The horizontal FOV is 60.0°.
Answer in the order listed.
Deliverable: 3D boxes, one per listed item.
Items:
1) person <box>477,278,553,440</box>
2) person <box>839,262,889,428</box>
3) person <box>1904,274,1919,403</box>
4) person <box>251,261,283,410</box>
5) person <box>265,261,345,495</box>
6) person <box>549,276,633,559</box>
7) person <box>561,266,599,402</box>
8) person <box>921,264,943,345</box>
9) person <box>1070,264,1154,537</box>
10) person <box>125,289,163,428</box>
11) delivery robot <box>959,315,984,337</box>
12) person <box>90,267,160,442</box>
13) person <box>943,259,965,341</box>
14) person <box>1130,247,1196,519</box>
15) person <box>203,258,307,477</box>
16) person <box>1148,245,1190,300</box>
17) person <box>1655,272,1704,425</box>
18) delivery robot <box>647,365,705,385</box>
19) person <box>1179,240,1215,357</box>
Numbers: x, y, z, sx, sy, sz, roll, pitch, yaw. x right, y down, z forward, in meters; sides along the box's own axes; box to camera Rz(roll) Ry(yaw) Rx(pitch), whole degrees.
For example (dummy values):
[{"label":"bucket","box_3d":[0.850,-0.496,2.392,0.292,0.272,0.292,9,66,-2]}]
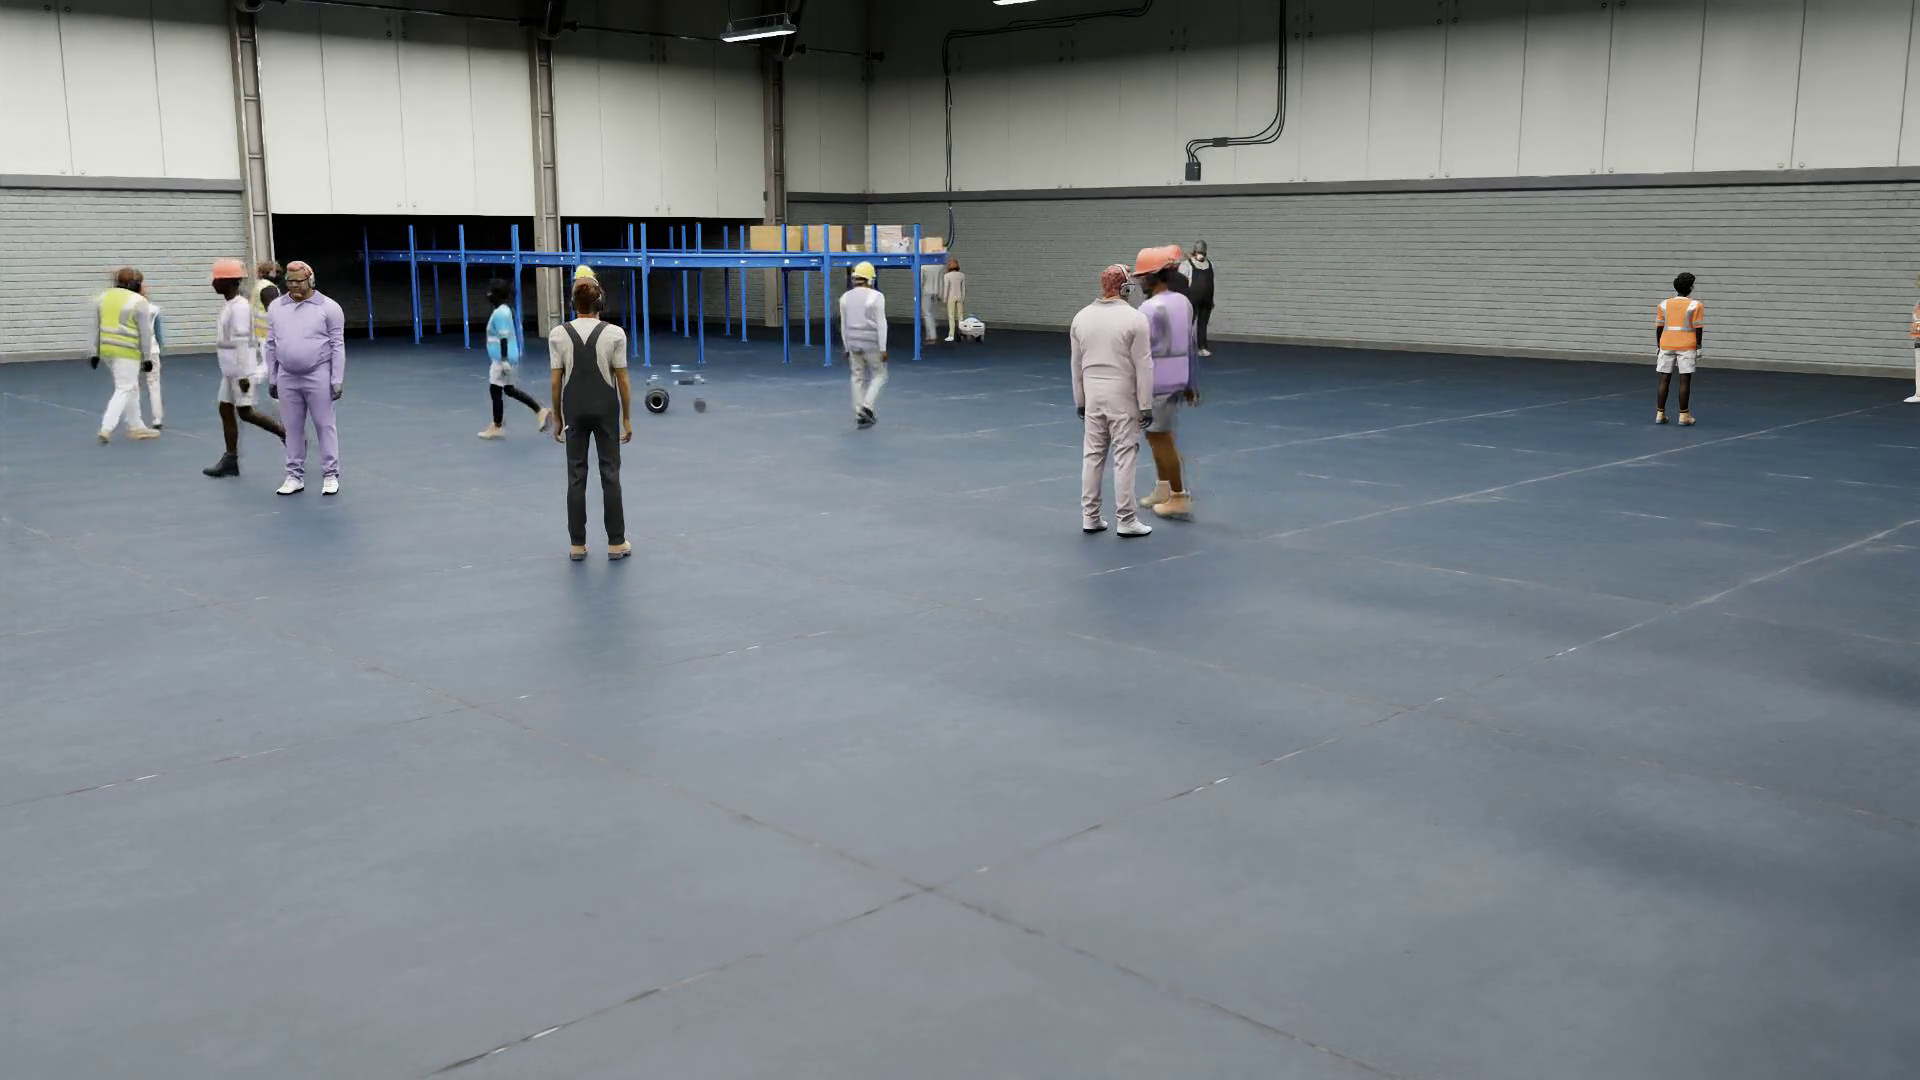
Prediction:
[{"label":"person","box_3d":[-4.676,-1.898,17.365,0.710,1.677,0.533,-2,11,-10]},{"label":"person","box_3d":[-1.040,-2.148,18.337,0.620,1.818,0.424,6,12,31]},{"label":"person","box_3d":[12.193,-2.555,21.057,0.310,1.638,0.522,8,13,36]},{"label":"person","box_3d":[-8.444,-2.466,20.136,0.767,1.803,0.667,-5,12,-27]},{"label":"person","box_3d":[-5.362,-1.321,13.612,0.640,1.905,0.410,0,10,0]},{"label":"person","box_3d":[-2.411,-0.797,10.907,0.514,1.845,0.338,-1,10,-4]},{"label":"person","box_3d":[-4.684,-2.509,20.566,0.846,1.733,0.528,-2,11,-13]},{"label":"person","box_3d":[-0.614,-4.763,32.317,0.629,1.946,0.415,-10,14,-43]},{"label":"person","box_3d":[1.099,-0.983,11.757,0.651,1.907,0.409,8,13,38]},{"label":"person","box_3d":[-9.083,-2.052,18.424,0.517,1.598,0.800,-7,13,-34]},{"label":"delivery robot","box_3d":[0.229,-4.223,32.973,0.477,0.478,0.707,-3,11,-17]},{"label":"person","box_3d":[-8.665,-1.903,17.111,0.642,1.795,0.792,5,12,27]},{"label":"person","box_3d":[-0.118,-4.826,33.453,0.498,1.633,0.278,-6,12,-31]},{"label":"person","box_3d":[1.458,-1.167,12.462,0.673,2.010,0.635,8,13,36]},{"label":"person","box_3d":[-6.297,-1.531,14.720,0.807,1.918,0.543,-6,12,-31]},{"label":"person","box_3d":[2.767,-2.934,22.187,0.637,1.979,0.520,7,13,35]},{"label":"person","box_3d":[8.079,-2.151,18.692,0.317,1.695,0.540,-10,14,-42]},{"label":"delivery robot","box_3d":[-3.448,-2.005,20.166,0.698,0.223,0.335,-2,11,-9]},{"label":"person","box_3d":[4.192,-4.212,29.112,0.685,2.000,0.535,-4,11,-22]}]
